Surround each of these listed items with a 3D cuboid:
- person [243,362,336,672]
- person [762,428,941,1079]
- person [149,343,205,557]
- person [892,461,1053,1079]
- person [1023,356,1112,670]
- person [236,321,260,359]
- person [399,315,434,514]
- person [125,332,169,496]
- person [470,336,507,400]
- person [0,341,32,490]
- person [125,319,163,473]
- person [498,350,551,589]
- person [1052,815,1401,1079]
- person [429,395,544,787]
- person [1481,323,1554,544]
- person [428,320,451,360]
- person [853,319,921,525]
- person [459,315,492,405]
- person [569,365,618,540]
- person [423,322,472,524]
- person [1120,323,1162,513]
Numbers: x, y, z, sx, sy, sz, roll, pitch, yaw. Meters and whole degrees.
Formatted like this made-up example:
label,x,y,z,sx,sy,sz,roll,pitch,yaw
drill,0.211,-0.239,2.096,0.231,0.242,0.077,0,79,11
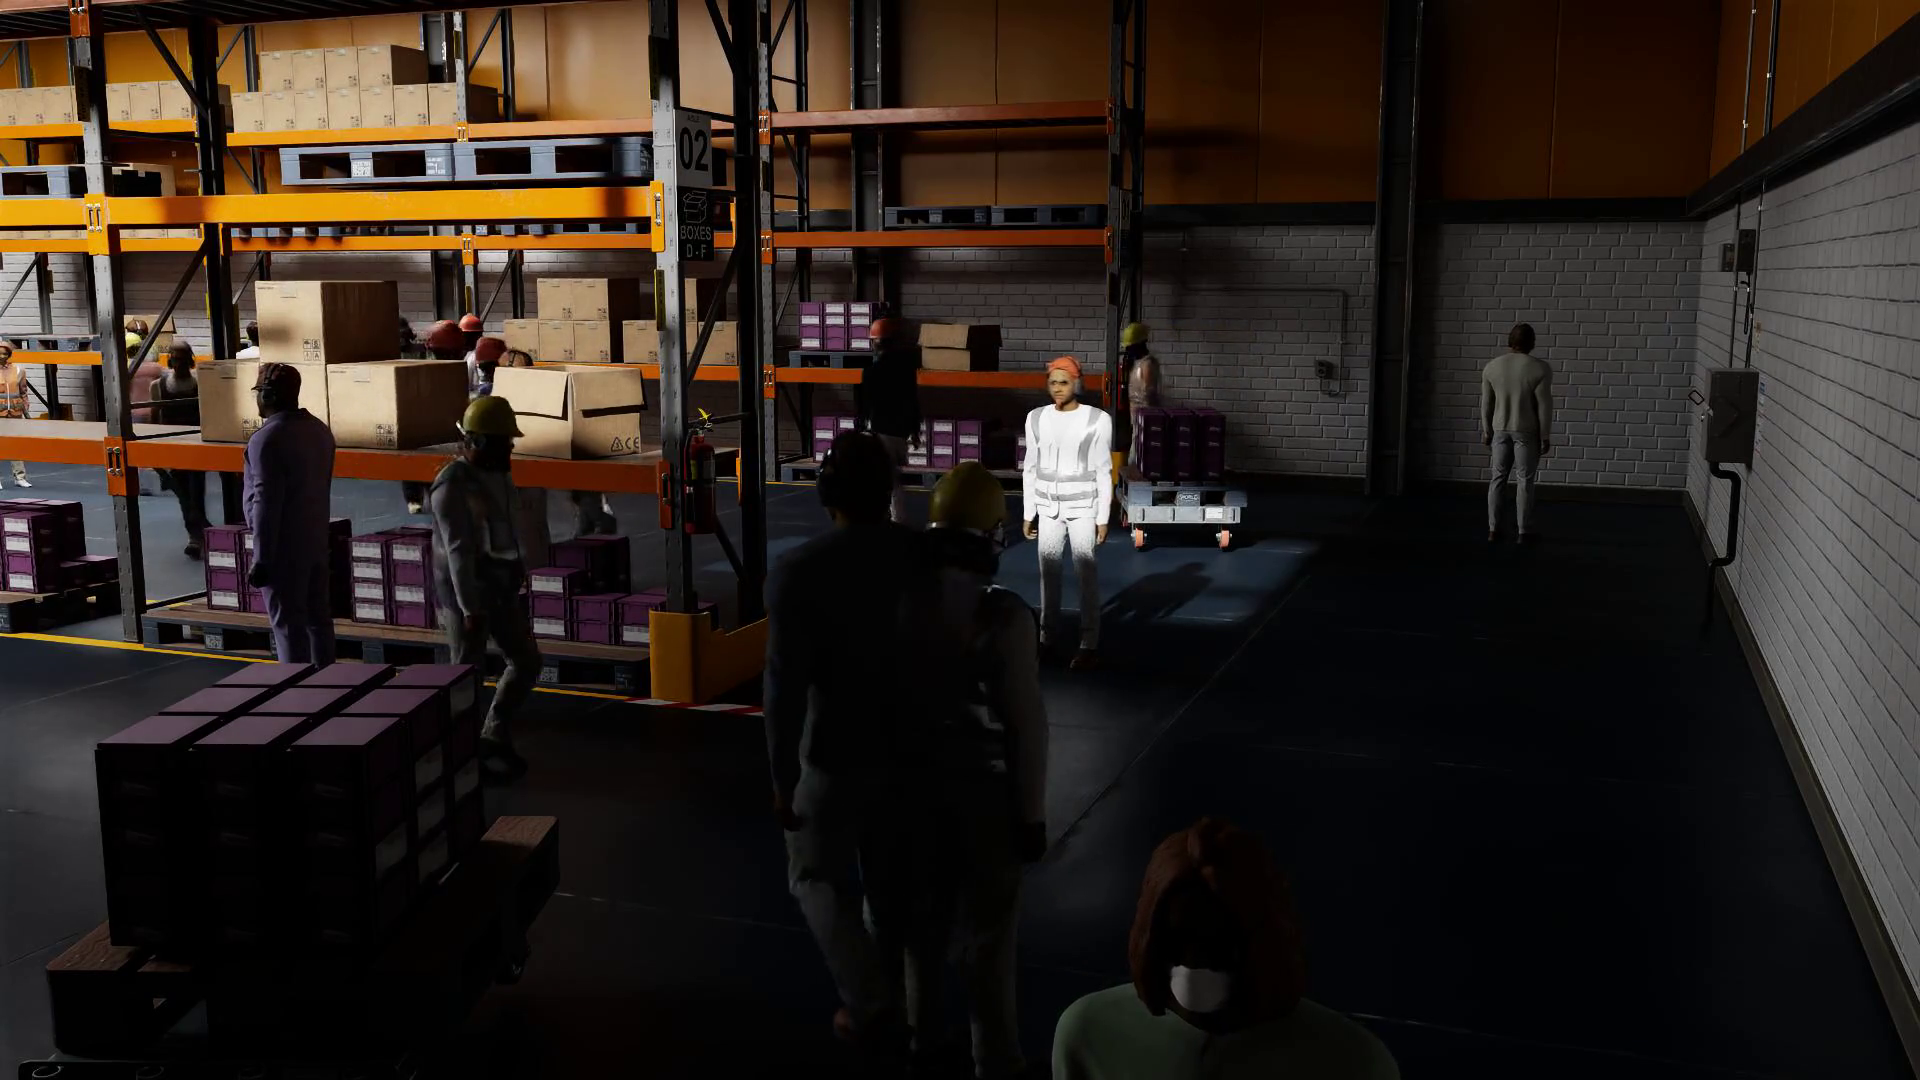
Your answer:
label,x,y,z,sx,sy,sz,roll,pitch,yaw
person,-3.510,0.033,8.673,0.407,1.908,0.641,1,9,7
person,-0.251,0.642,4.802,0.638,1.925,0.564,-5,10,-29
person,-6.560,-0.767,14.073,0.514,1.795,0.986,-2,9,-12
person,0.036,0.691,4.758,0.595,1.837,0.389,9,12,43
person,0.640,-0.163,10.005,0.578,1.879,0.346,5,10,28
person,-7.600,-1.452,18.109,0.515,1.872,0.328,2,9,9
person,-5.534,-1.314,16.712,0.681,2.000,0.933,-5,10,-28
person,-8.719,-1.336,17.724,0.417,1.750,0.549,7,11,37
person,-3.500,-0.649,13.028,0.840,1.897,0.623,4,10,25
person,-10.538,-1.376,18.357,0.310,1.640,0.514,7,12,39
person,-9.728,-1.708,19.845,0.429,1.837,0.624,-4,10,-25
person,-3.047,-0.395,11.559,0.429,1.845,0.620,1,9,4
person,0.356,1.177,2.362,0.495,1.628,0.272,3,10,19
person,-2.177,0.246,7.636,0.447,1.810,0.610,3,10,18
person,4.904,-0.935,14.649,0.635,1.939,0.367,7,12,39
person,-4.856,-1.103,15.709,0.373,1.935,0.552,-2,9,-14
person,-0.732,-0.969,14.755,0.836,1.964,0.654,8,12,39
person,-5.091,-1.382,17.459,0.359,1.939,0.542,-6,11,-32
person,-2.648,-0.427,12.164,0.623,1.699,0.577,1,9,6
person,-3.939,-0.627,12.485,0.711,2.025,0.618,3,9,17
person,1.811,-1.159,16.185,0.563,1.892,0.677,-1,9,-5
